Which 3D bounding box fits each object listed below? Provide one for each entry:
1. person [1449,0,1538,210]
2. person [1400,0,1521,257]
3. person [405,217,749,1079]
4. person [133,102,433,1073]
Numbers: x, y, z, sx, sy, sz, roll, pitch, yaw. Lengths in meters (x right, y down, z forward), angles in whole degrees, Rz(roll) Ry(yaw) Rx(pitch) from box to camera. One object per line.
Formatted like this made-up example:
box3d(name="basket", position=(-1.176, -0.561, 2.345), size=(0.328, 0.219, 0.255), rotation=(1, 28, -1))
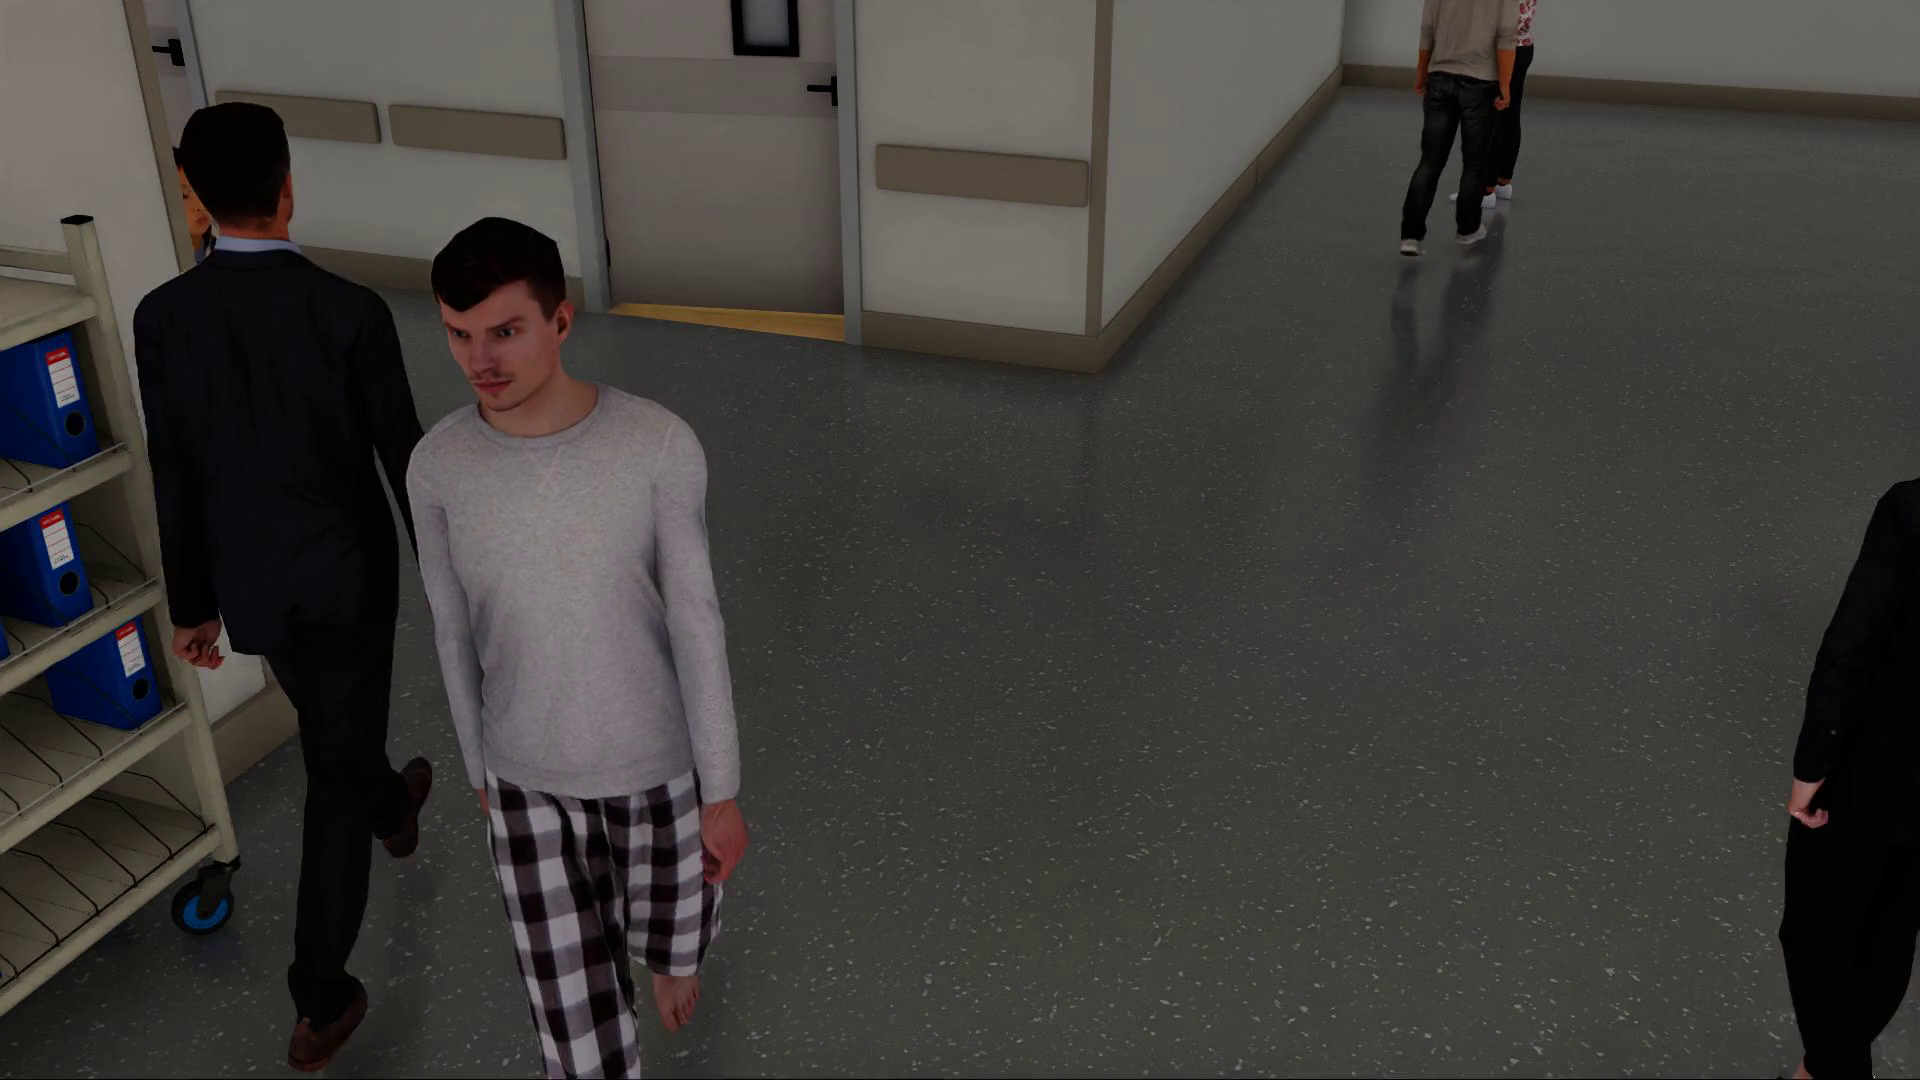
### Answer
box3d(name="person", position=(3.086, -2.716, 9.379), size=(0.693, 1.633, 0.570), rotation=(21, 33, 37))
box3d(name="person", position=(2.453, -2.253, 8.250), size=(0.843, 1.779, 1.139), rotation=(16, 30, 30))
box3d(name="person", position=(-0.598, 0.342, 2.837), size=(0.979, 1.807, 1.220), rotation=(-4, 26, -8))
box3d(name="person", position=(-1.275, 0.149, 3.233), size=(1.019, 1.810, 1.364), rotation=(-2, 26, -4))
